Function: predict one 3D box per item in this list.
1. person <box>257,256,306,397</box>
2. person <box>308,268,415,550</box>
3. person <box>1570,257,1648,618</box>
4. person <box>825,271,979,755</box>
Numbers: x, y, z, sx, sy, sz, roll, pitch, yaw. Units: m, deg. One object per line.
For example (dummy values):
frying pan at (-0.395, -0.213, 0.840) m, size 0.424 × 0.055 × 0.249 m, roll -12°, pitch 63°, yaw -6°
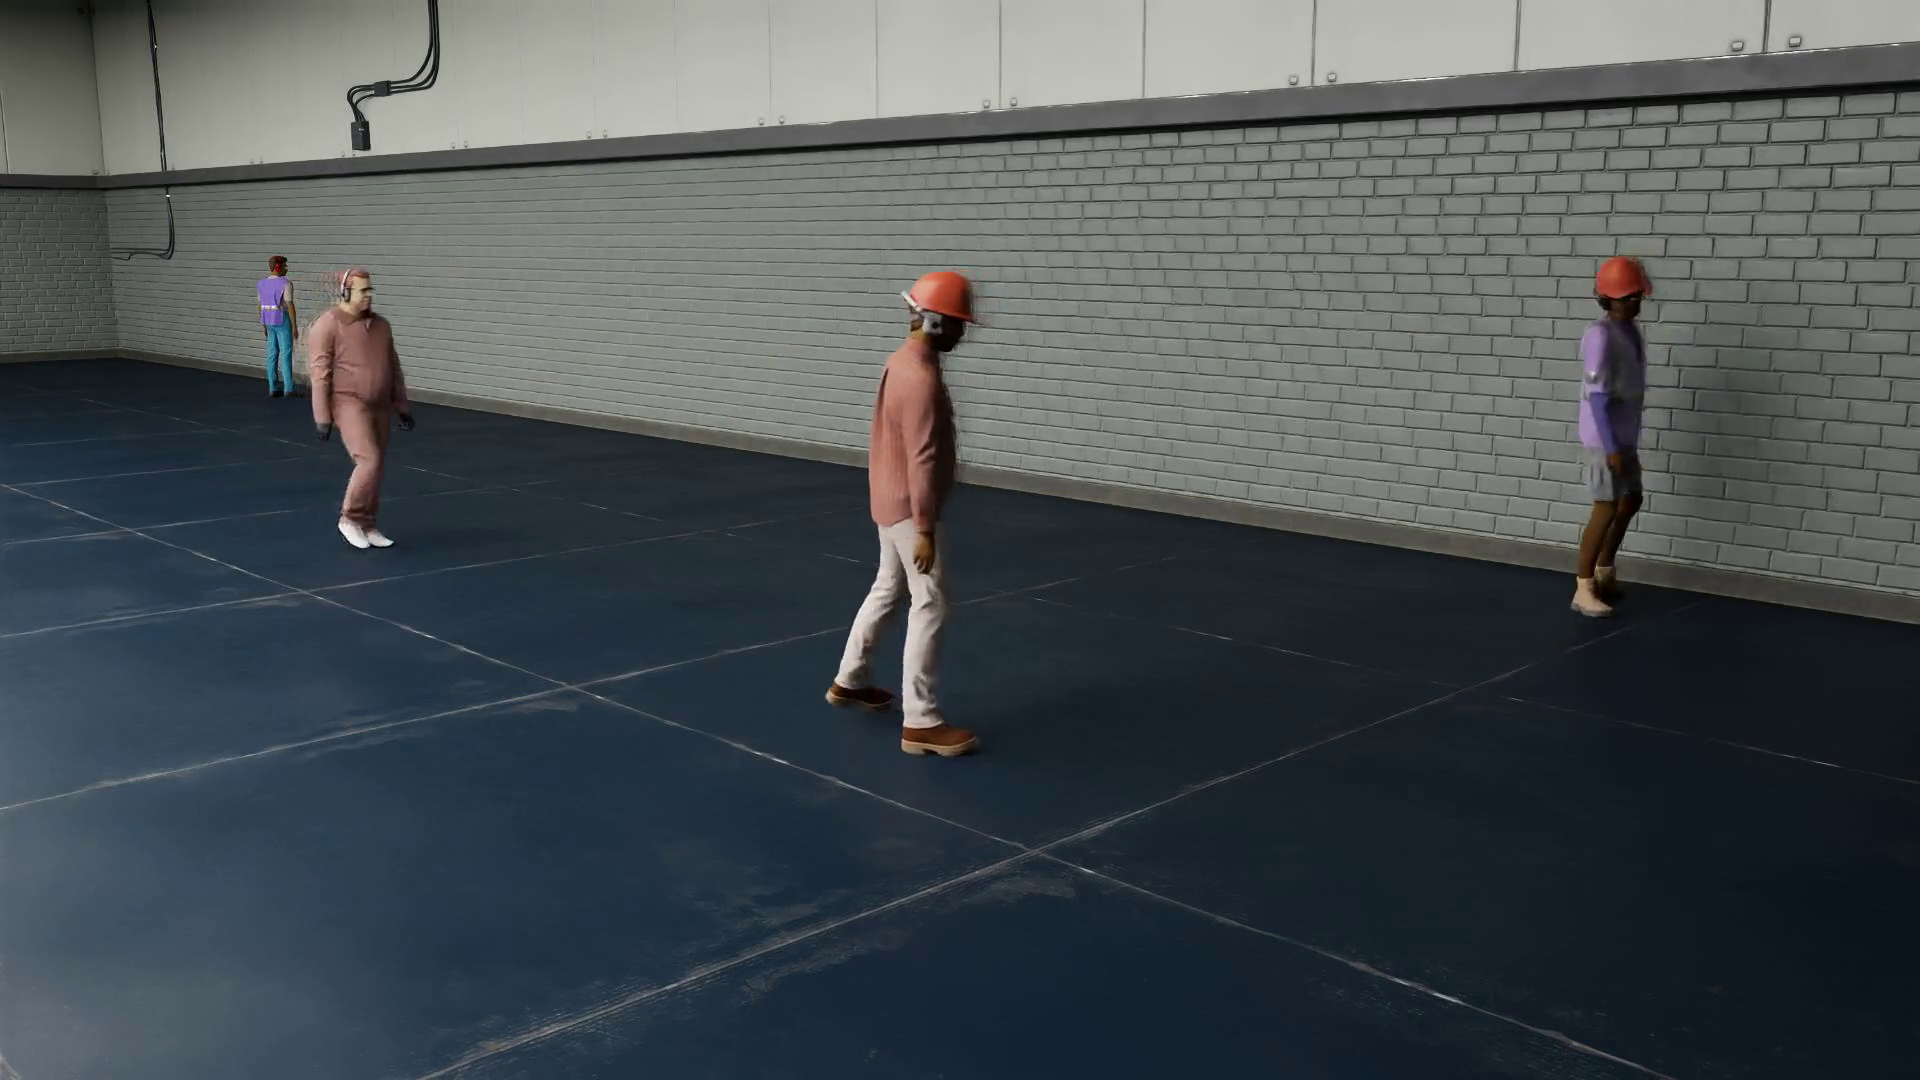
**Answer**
person at (-8.952, -2.800, 21.844) m, size 0.571 × 1.837 × 0.379 m, roll 5°, pitch 11°, yaw 23°
person at (-3.996, -0.870, 11.197) m, size 0.445 × 1.889 × 0.649 m, roll 4°, pitch 11°, yaw 21°
person at (3.681, -0.576, 9.368) m, size 0.367 × 2.006 × 0.776 m, roll 9°, pitch 14°, yaw 40°
person at (-0.240, -0.129, 6.961) m, size 0.603 × 1.963 × 0.846 m, roll -2°, pitch 11°, yaw -12°
